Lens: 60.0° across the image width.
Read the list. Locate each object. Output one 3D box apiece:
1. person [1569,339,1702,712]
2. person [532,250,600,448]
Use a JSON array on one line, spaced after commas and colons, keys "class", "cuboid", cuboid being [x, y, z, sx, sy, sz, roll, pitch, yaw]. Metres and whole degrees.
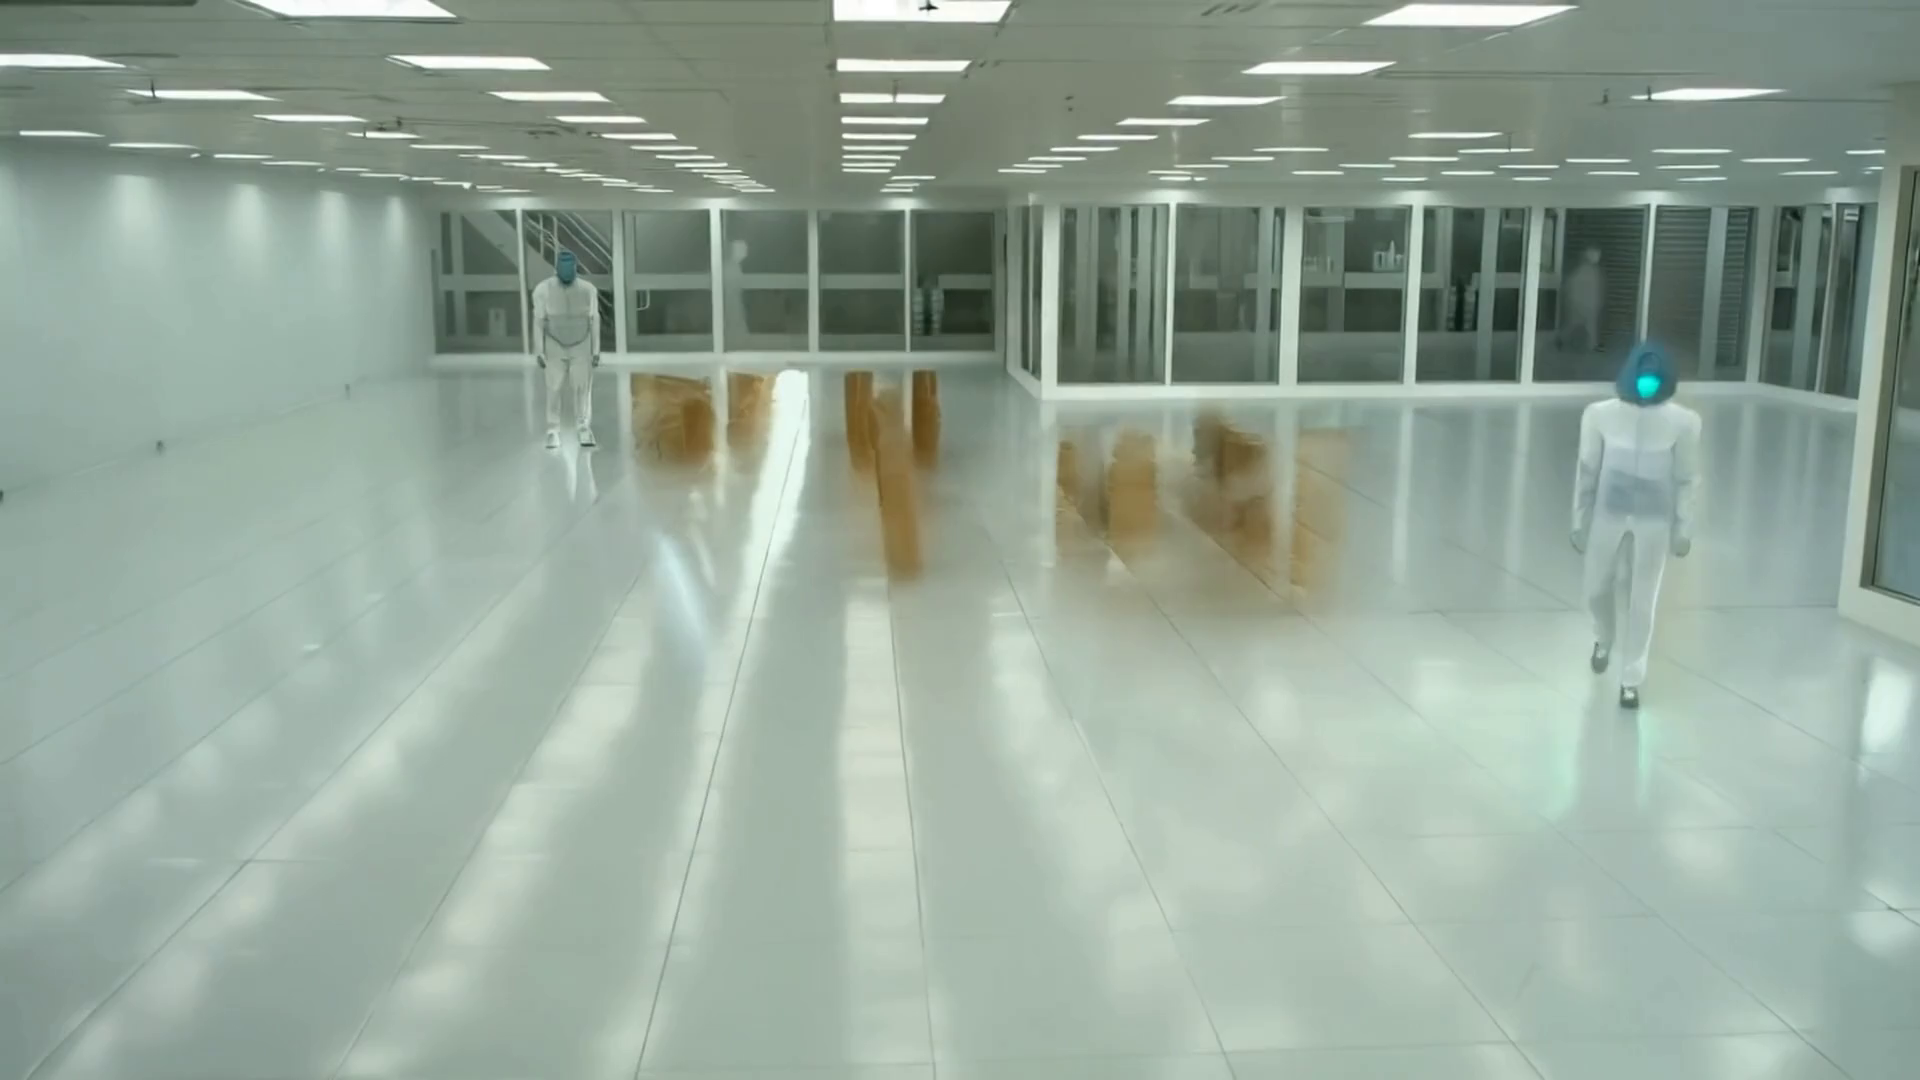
[{"class": "person", "cuboid": [2.984, -0.082, 7.370, 0.521, 1.617, 0.504, 4, 11, 22]}, {"class": "person", "cuboid": [-3.819, -1.855, 16.188, 0.642, 1.909, 0.410, -4, 11, -19]}]
